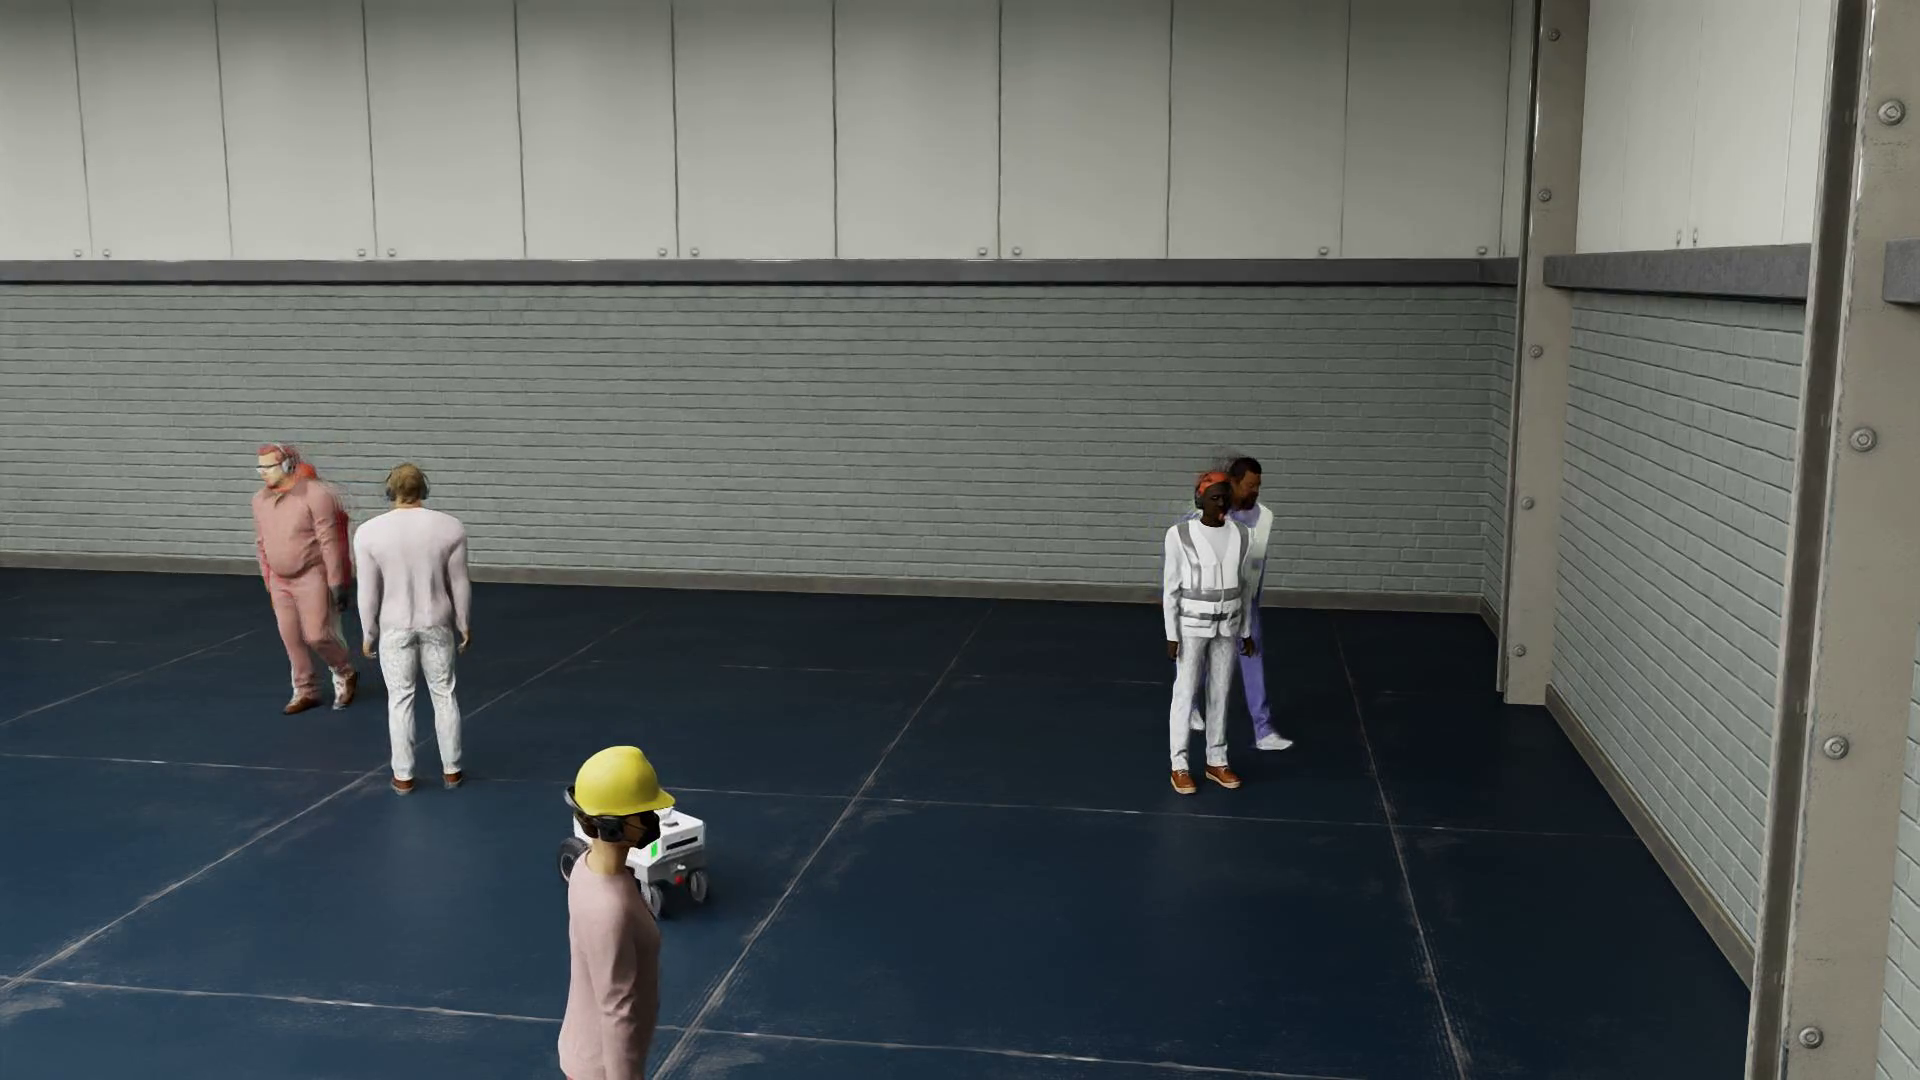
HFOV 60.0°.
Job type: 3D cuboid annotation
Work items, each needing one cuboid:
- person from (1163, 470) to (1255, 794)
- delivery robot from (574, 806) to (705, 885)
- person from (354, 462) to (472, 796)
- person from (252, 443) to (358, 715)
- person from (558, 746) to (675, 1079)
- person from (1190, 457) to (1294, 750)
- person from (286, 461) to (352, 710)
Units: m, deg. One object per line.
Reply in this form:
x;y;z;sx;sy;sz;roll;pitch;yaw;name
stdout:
1.453;0.531;9.706;0.573;1.883;0.355;-3;10;-20;person
-1.553;1.415;8.051;0.707;0.478;0.477;9;13;43;delivery robot
-3.154;0.512;9.655;0.635;1.936;0.356;-4;10;-24;person
-4.499;0.261;11.388;0.668;1.879;0.514;3;10;20;person
-0.930;1.424;4.556;0.328;1.769;0.526;-3;10;-17;person
1.750;0.388;10.699;0.623;1.850;1.063;-5;10;-27;person
-4.472;0.319;11.451;0.565;1.742;0.353;0;9;0;person
